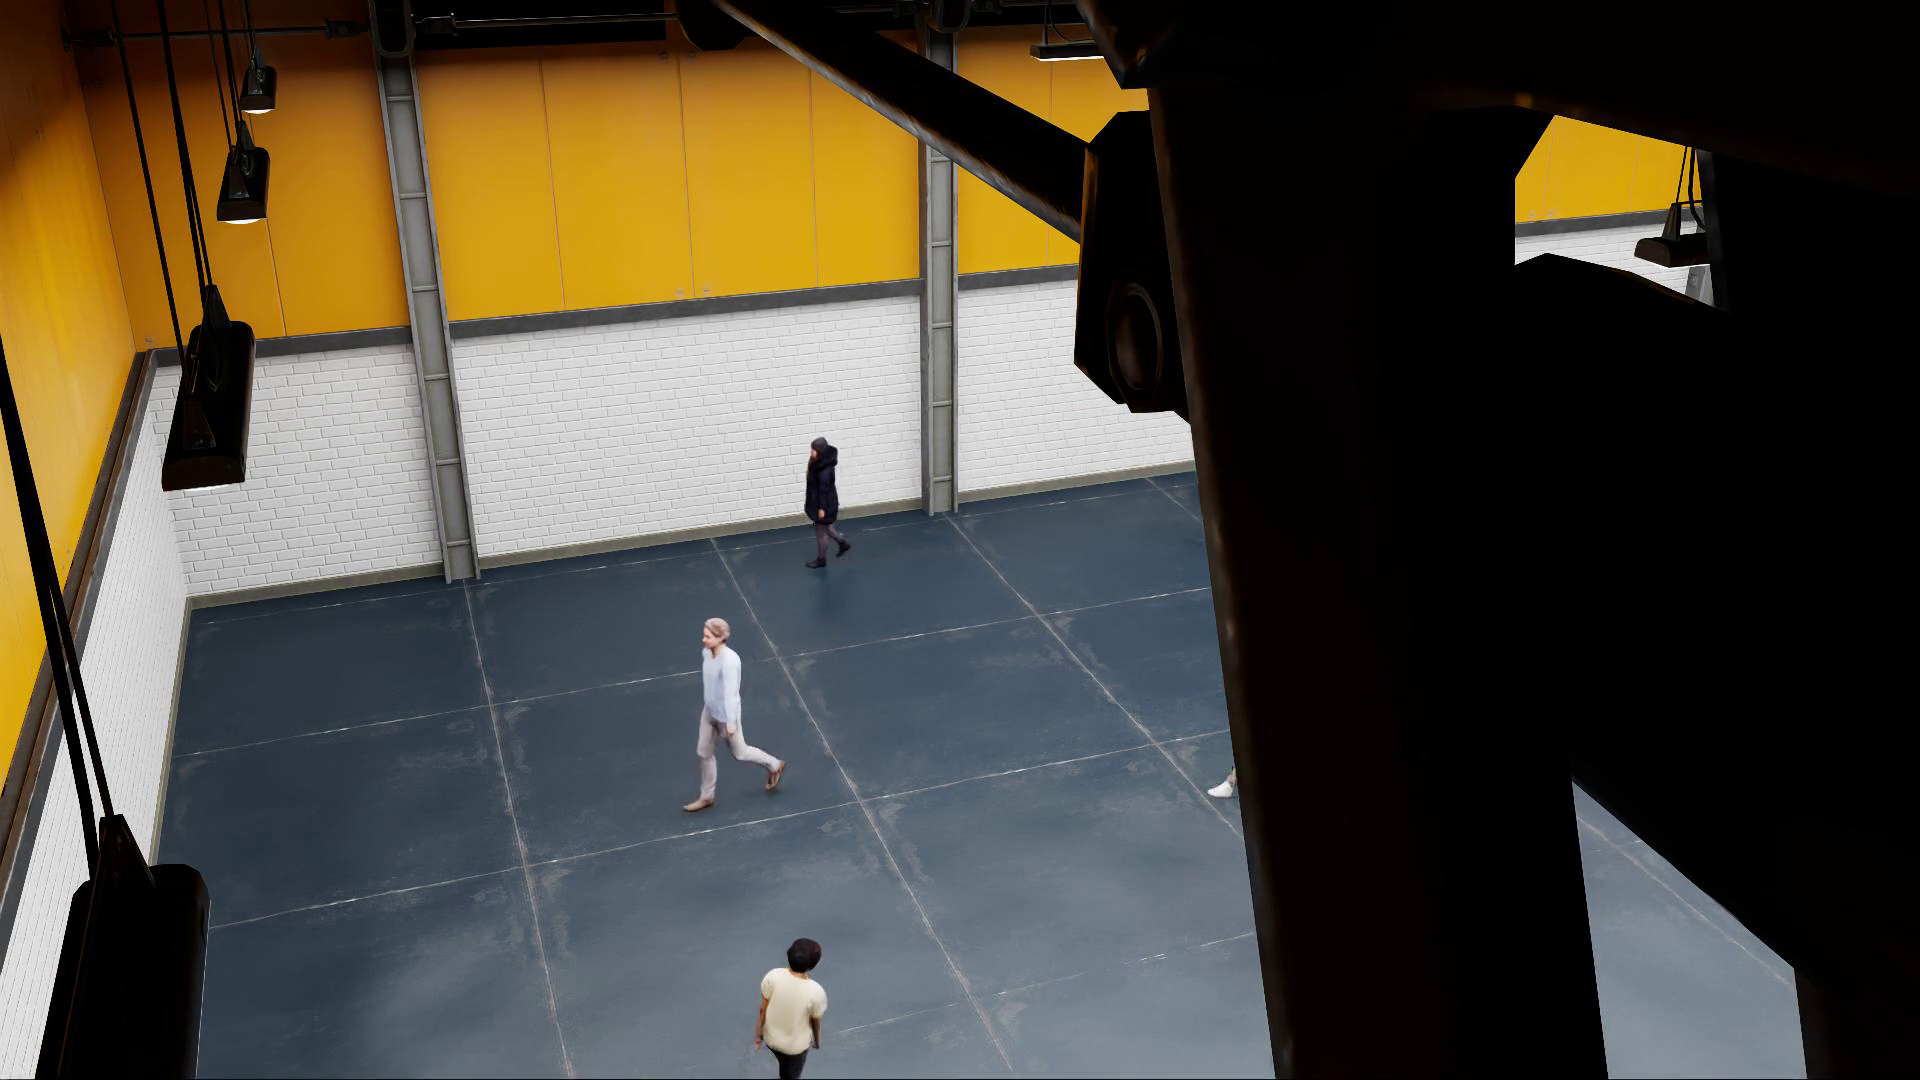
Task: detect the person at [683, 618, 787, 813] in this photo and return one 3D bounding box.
[{"bbox_3d":[-2.026,1.538,14.846,1.301,1.860,0.911,-17,29,-34],"label":"person"}]

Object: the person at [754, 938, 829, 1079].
[{"bbox_3d":[-1.176,3.364,11.055,0.874,1.552,0.928,5,24,11],"label":"person"}]

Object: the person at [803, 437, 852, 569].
[{"bbox_3d":[-1.556,-0.448,19.636,0.856,1.664,0.754,-3,24,-7],"label":"person"}]
